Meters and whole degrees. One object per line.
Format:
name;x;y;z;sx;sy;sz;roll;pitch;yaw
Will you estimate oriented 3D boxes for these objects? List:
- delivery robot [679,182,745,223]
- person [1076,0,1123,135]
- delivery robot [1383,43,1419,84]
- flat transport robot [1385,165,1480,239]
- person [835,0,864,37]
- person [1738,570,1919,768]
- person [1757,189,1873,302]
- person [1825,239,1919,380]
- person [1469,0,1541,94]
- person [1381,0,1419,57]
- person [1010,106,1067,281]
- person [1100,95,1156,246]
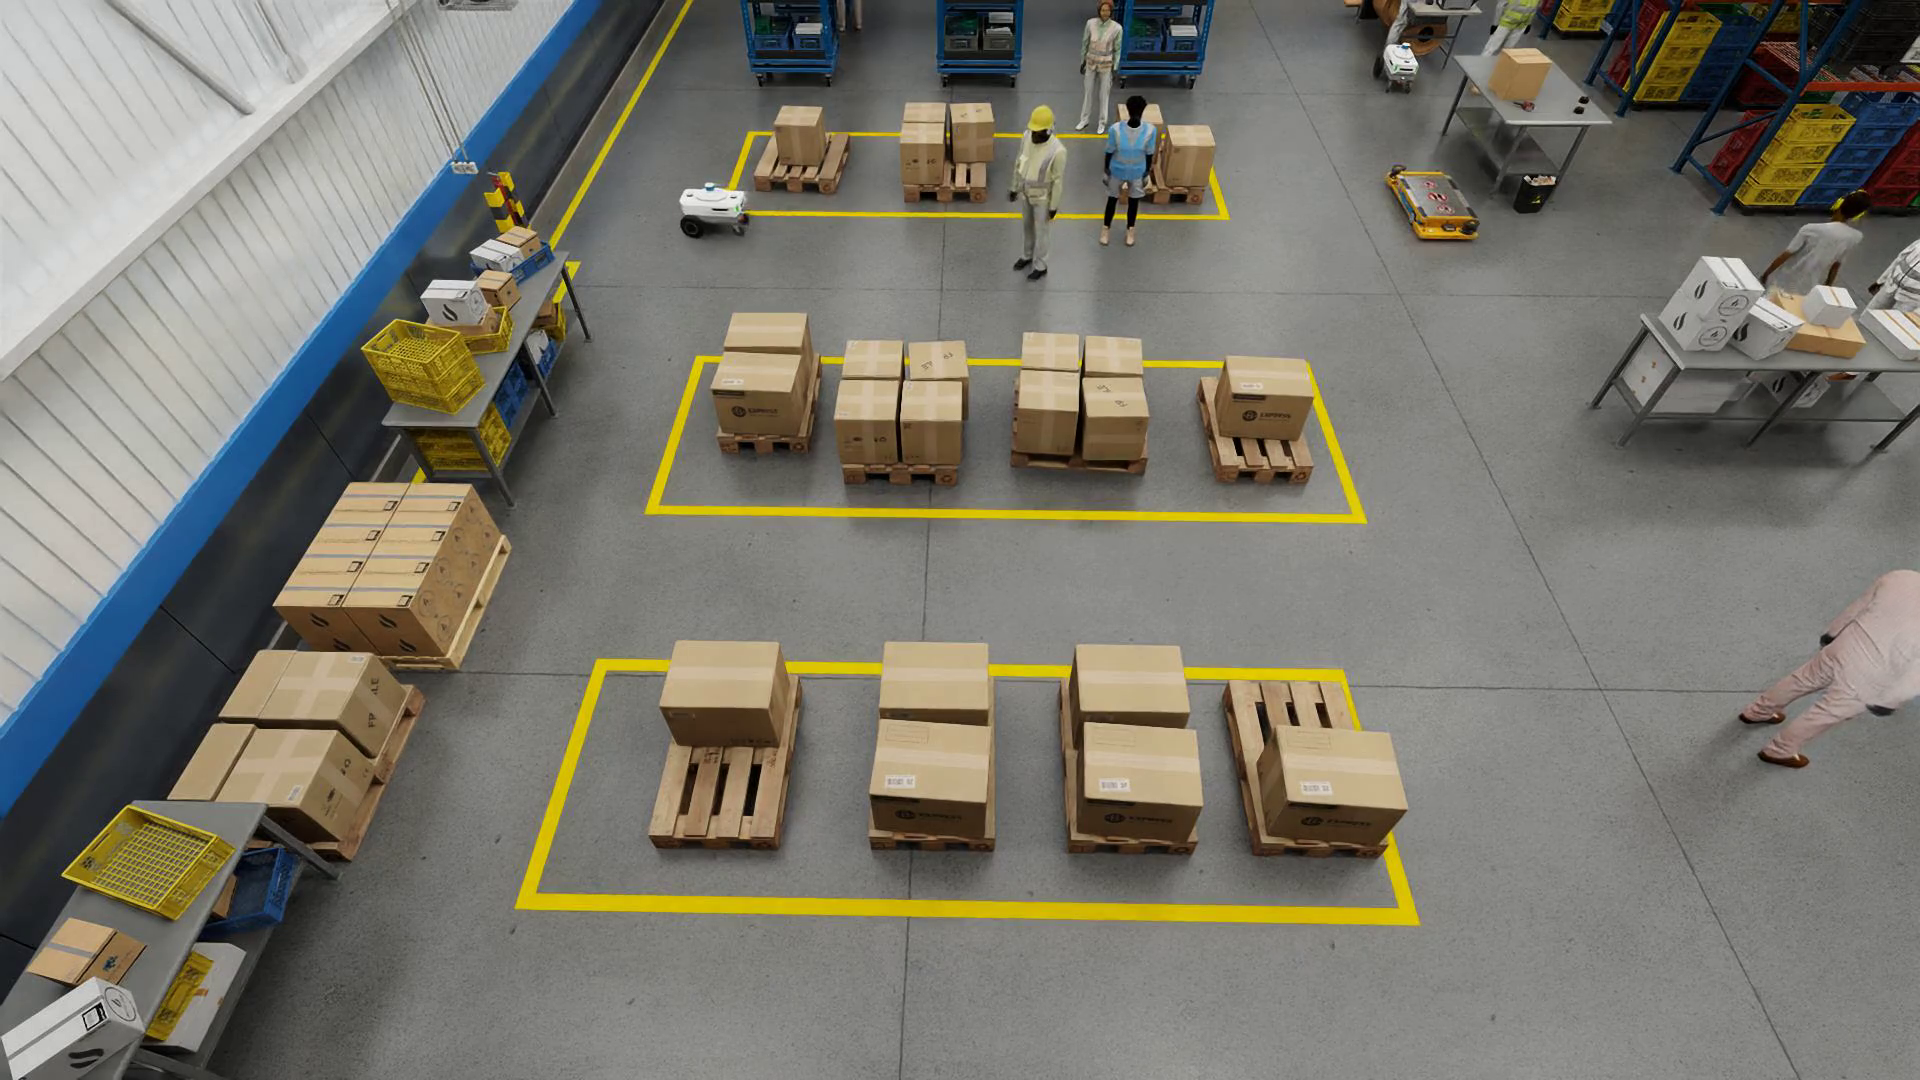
delivery robot;-2.863;-3.903;10.647;0.707;0.478;0.477;3;49;3
person;1.817;-6.164;11.951;0.524;1.637;0.306;20;52;17
delivery robot;6.373;-6.919;13.258;0.477;0.478;0.707;4;49;4
flat transport robot;5.692;-4.094;11.059;0.652;0.197;1.431;1;49;1
person;-1.753;-8.835;14.042;0.628;1.979;0.410;-17;51;-14
person;5.728;0.781;5.775;0.401;1.900;0.648;4;49;3
person;7.668;-2.260;8.454;0.567;1.833;0.723;10;50;8
person;8.671;-2.267;8.416;0.354;1.887;0.573;-3;49;-3
person;7.663;-7.178;12.697;0.627;1.844;0.429;-7;50;-6
person;6.564;-7.900;13.269;0.371;1.931;0.625;16;51;13
person;0.813;-3.645;9.649;0.404;1.829;0.606;-33;57;-25
person;1.829;-4.041;10.082;0.542;1.691;0.321;4;49;4
